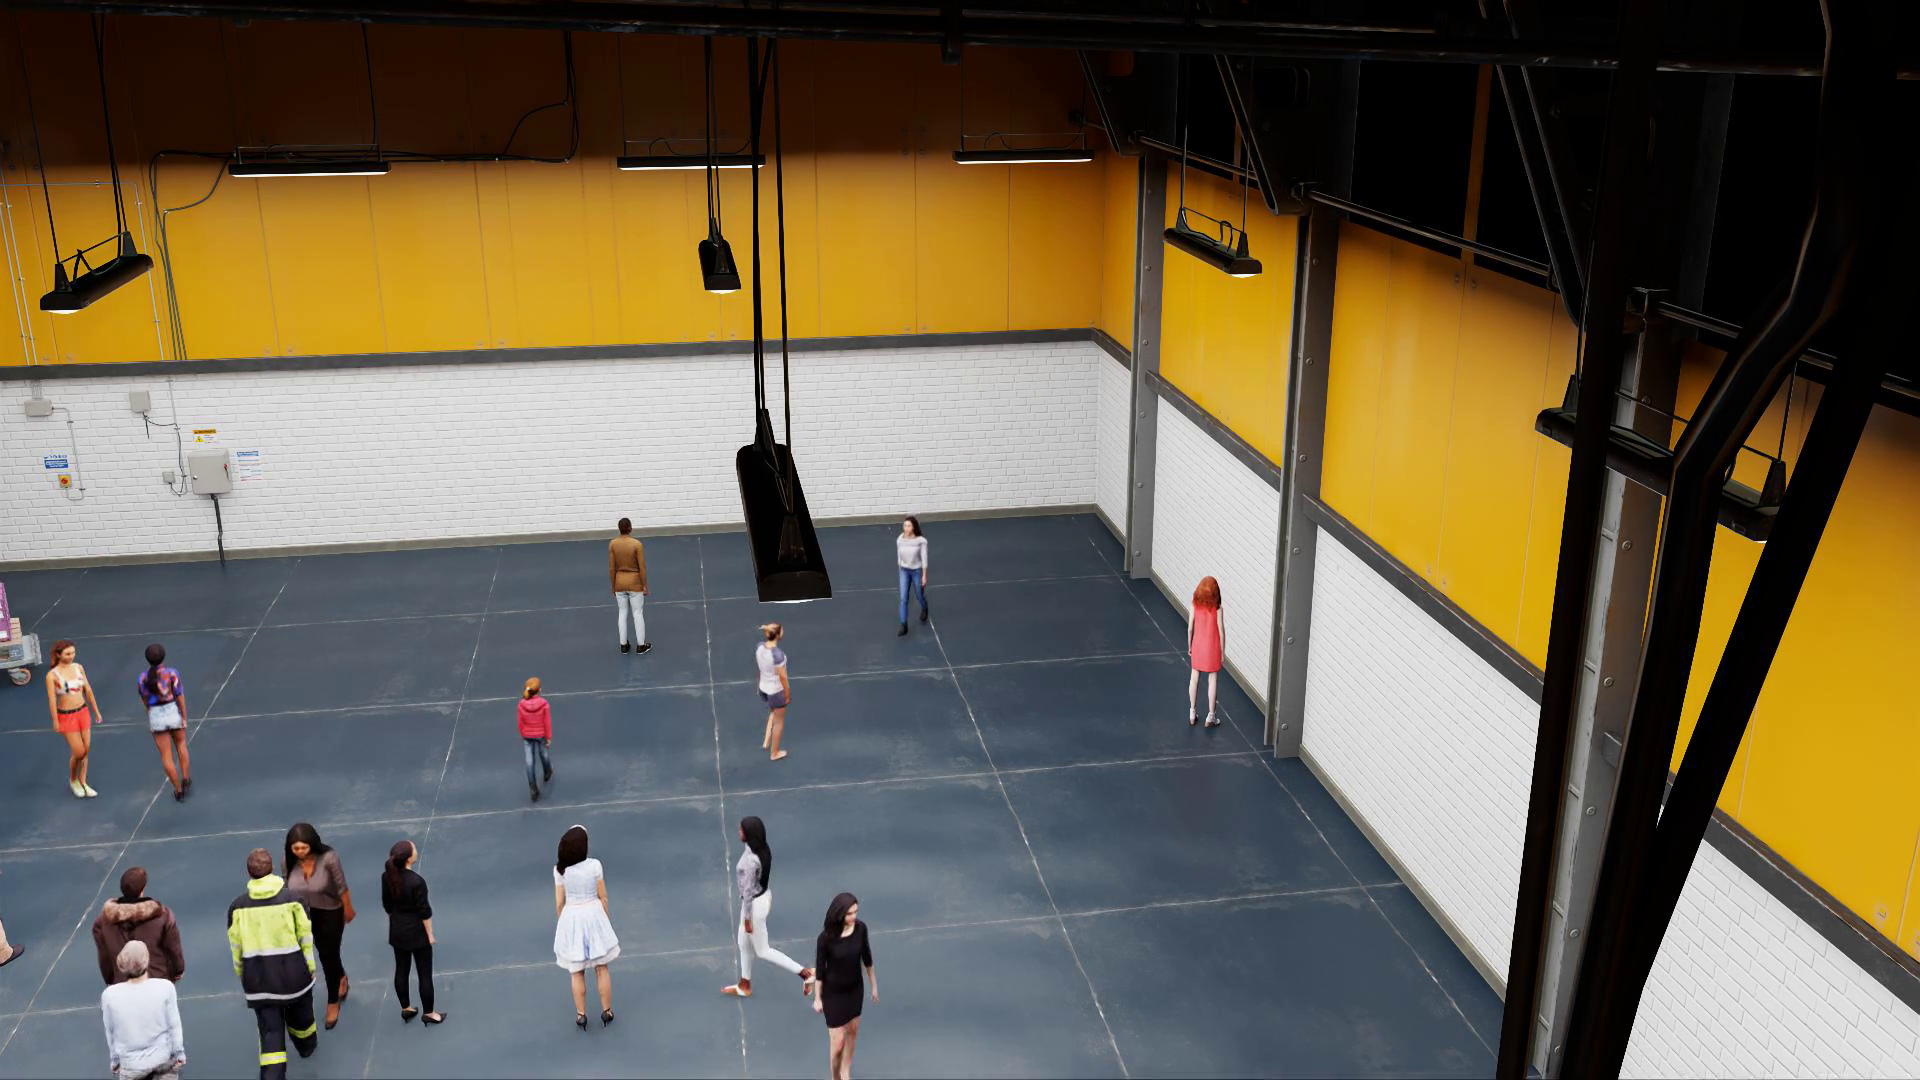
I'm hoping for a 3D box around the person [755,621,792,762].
[{"bbox_3d":[-2.122,1.687,18.387,0.683,1.610,0.757,17,25,41],"label":"person"}]

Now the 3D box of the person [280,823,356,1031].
[{"bbox_3d":[-5.305,3.097,13.908,0.782,1.797,0.965,0,19,0],"label":"person"}]

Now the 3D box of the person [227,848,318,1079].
[{"bbox_3d":[-5.302,3.378,12.864,0.824,1.930,1.249,-4,19,-12],"label":"person"}]

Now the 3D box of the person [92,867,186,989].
[{"bbox_3d":[-6.328,3.434,12.856,0.745,1.831,0.716,-4,19,-11],"label":"person"}]

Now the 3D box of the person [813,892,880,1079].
[{"bbox_3d":[-0.932,3.475,12.789,0.719,1.796,0.703,-11,22,-30],"label":"person"}]

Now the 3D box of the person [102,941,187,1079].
[{"bbox_3d":[-5.786,3.751,11.835,0.796,1.880,1.053,-7,20,-21],"label":"person"}]

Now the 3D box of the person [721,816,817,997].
[{"bbox_3d":[-1.625,3.122,13.986,0.843,1.699,1.078,2,19,6],"label":"person"}]

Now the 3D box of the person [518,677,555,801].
[{"bbox_3d":[-4.517,2.116,17.620,0.570,1.286,0.895,-1,19,-4],"label":"person"}]

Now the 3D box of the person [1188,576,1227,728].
[{"bbox_3d":[2.845,1.285,19.242,0.665,1.828,0.707,11,21,29],"label":"person"}]

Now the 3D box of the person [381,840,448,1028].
[{"bbox_3d":[-4.530,3.241,13.695,0.686,1.660,0.710,8,20,22],"label":"person"}]

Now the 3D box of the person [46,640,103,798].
[{"bbox_3d":[-9.416,1.876,17.568,0.760,1.776,0.686,9,21,25],"label":"person"}]

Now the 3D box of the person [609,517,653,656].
[{"bbox_3d":[-4.254,0.580,21.354,0.692,1.816,0.646,2,19,7],"label":"person"}]

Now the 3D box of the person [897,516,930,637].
[{"bbox_3d":[-0.592,0.444,22.102,0.956,1.596,1.136,7,20,19],"label":"person"}]

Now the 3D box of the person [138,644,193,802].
[{"bbox_3d":[-8.338,1.942,17.447,0.672,1.728,0.754,-8,20,-21],"label":"person"}]

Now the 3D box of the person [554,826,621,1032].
[{"bbox_3d":[-3.078,3.188,13.620,0.675,1.809,0.688,-4,19,-11],"label":"person"}]
